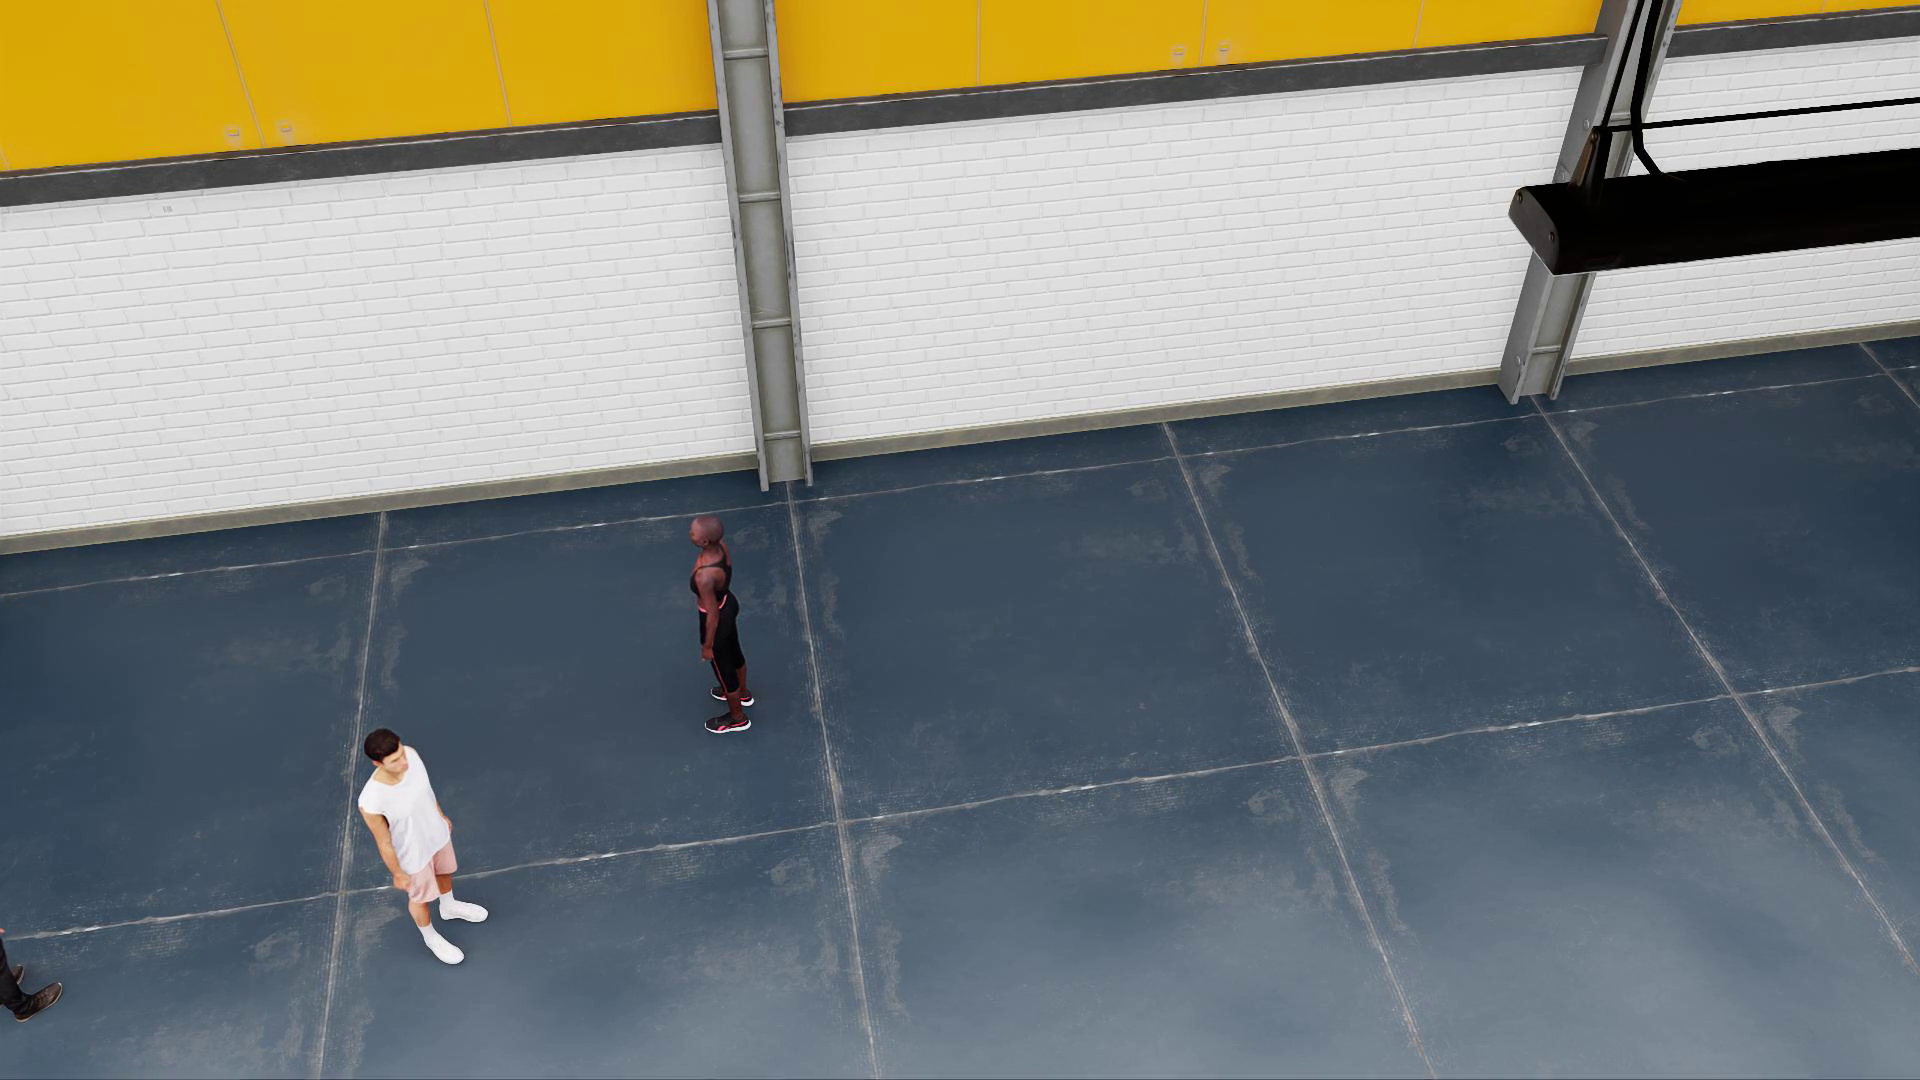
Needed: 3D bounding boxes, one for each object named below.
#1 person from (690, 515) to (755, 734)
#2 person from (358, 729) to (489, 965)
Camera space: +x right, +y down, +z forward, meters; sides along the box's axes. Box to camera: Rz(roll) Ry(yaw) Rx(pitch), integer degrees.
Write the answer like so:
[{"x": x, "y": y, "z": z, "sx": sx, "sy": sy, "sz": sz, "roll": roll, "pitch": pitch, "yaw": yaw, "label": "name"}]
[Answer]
[{"x": -1.490, "y": 0.509, "z": 10.350, "sx": 0.607, "sy": 1.758, "sz": 0.644, "roll": 3, "pitch": 44, "yaw": 3, "label": "person"}, {"x": -2.994, "y": 1.641, "z": 9.140, "sx": 0.724, "sy": 1.788, "sz": 0.729, "roll": 12, "pitch": 45, "yaw": 12, "label": "person"}]
